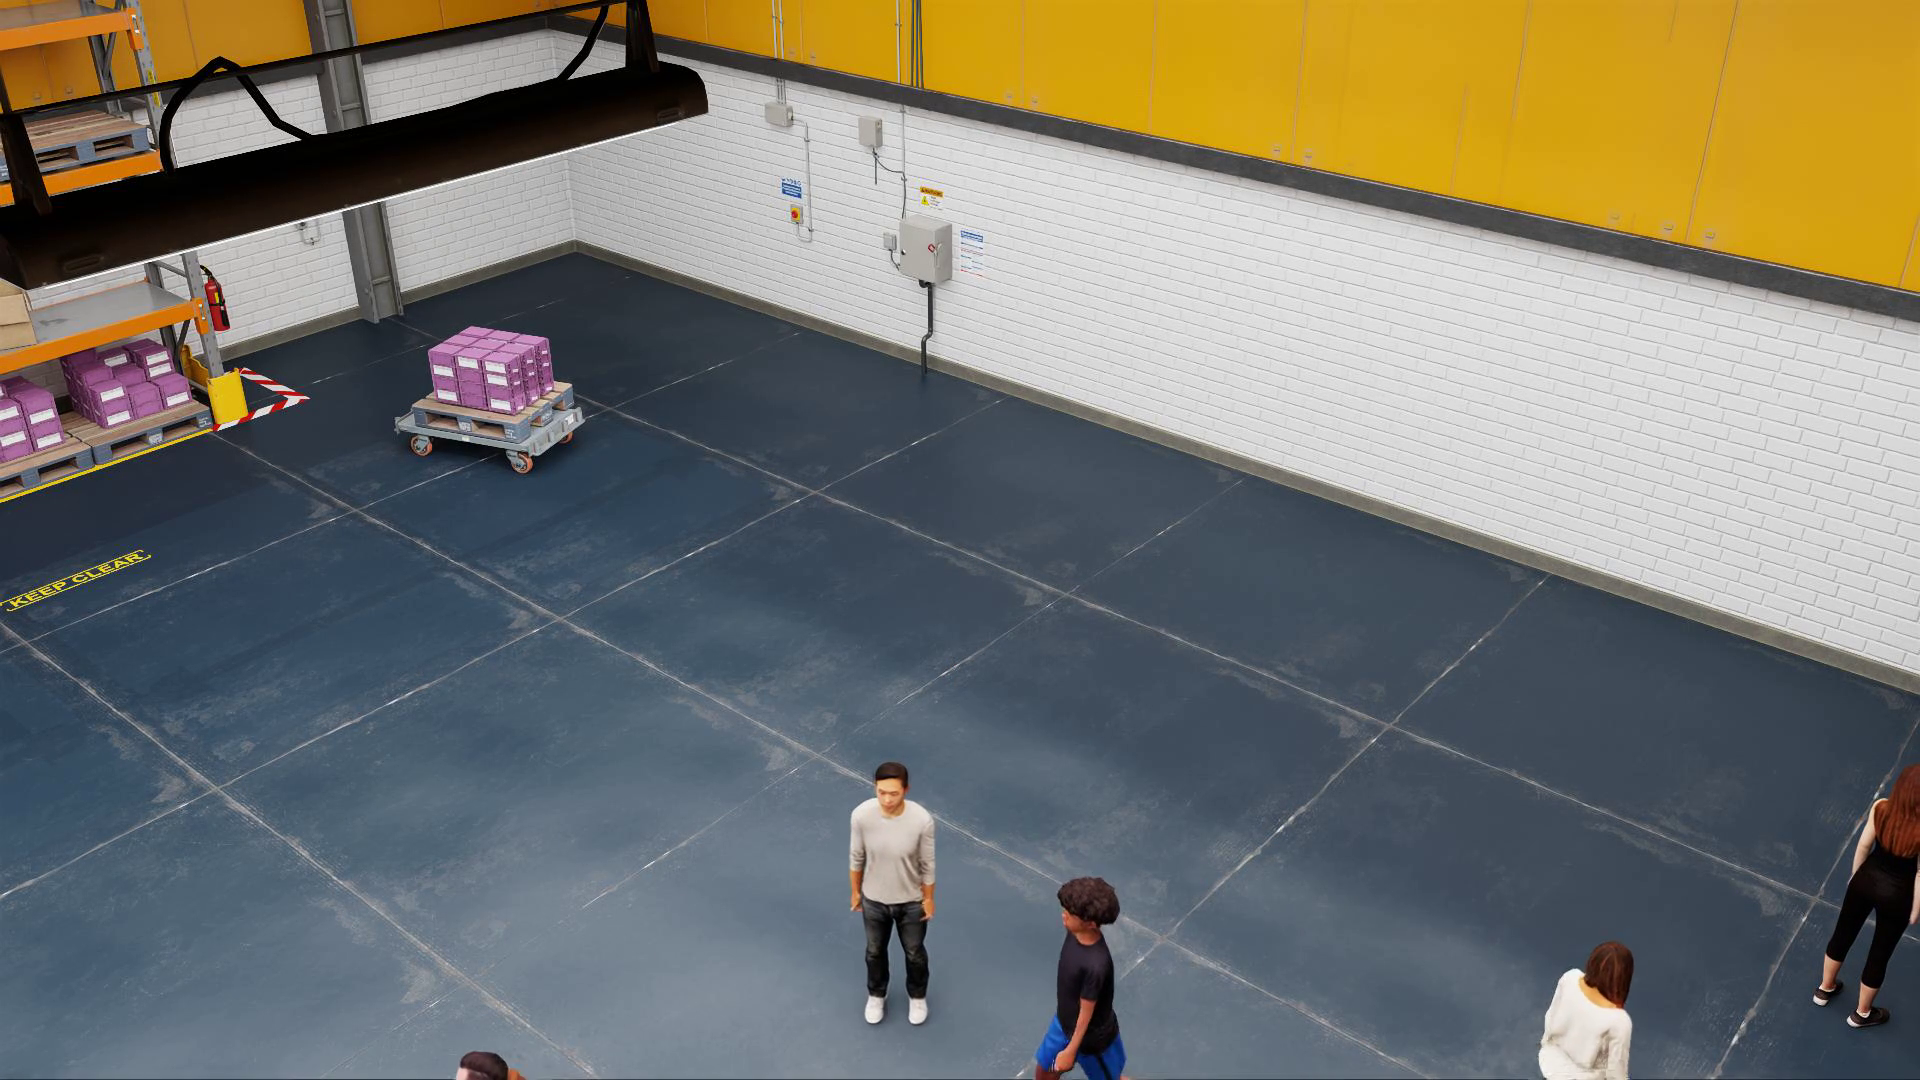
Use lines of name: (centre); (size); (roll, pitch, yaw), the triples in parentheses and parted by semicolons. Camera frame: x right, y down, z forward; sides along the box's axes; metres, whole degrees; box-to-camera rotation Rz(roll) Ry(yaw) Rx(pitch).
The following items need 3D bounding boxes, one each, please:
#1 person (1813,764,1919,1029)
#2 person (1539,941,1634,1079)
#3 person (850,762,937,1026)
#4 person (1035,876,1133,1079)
person: (5.214, 1.994, 9.420); (0.632, 1.726, 0.637); (-15, 32, -25)
person: (2.988, 2.667, 8.247); (0.743, 1.669, 0.739); (-13, 31, -22)
person: (-0.367, 1.973, 9.376); (0.719, 1.807, 0.731); (3, 29, 6)
person: (0.727, 2.475, 8.503); (1.204, 1.761, 1.016); (-8, 30, -14)
